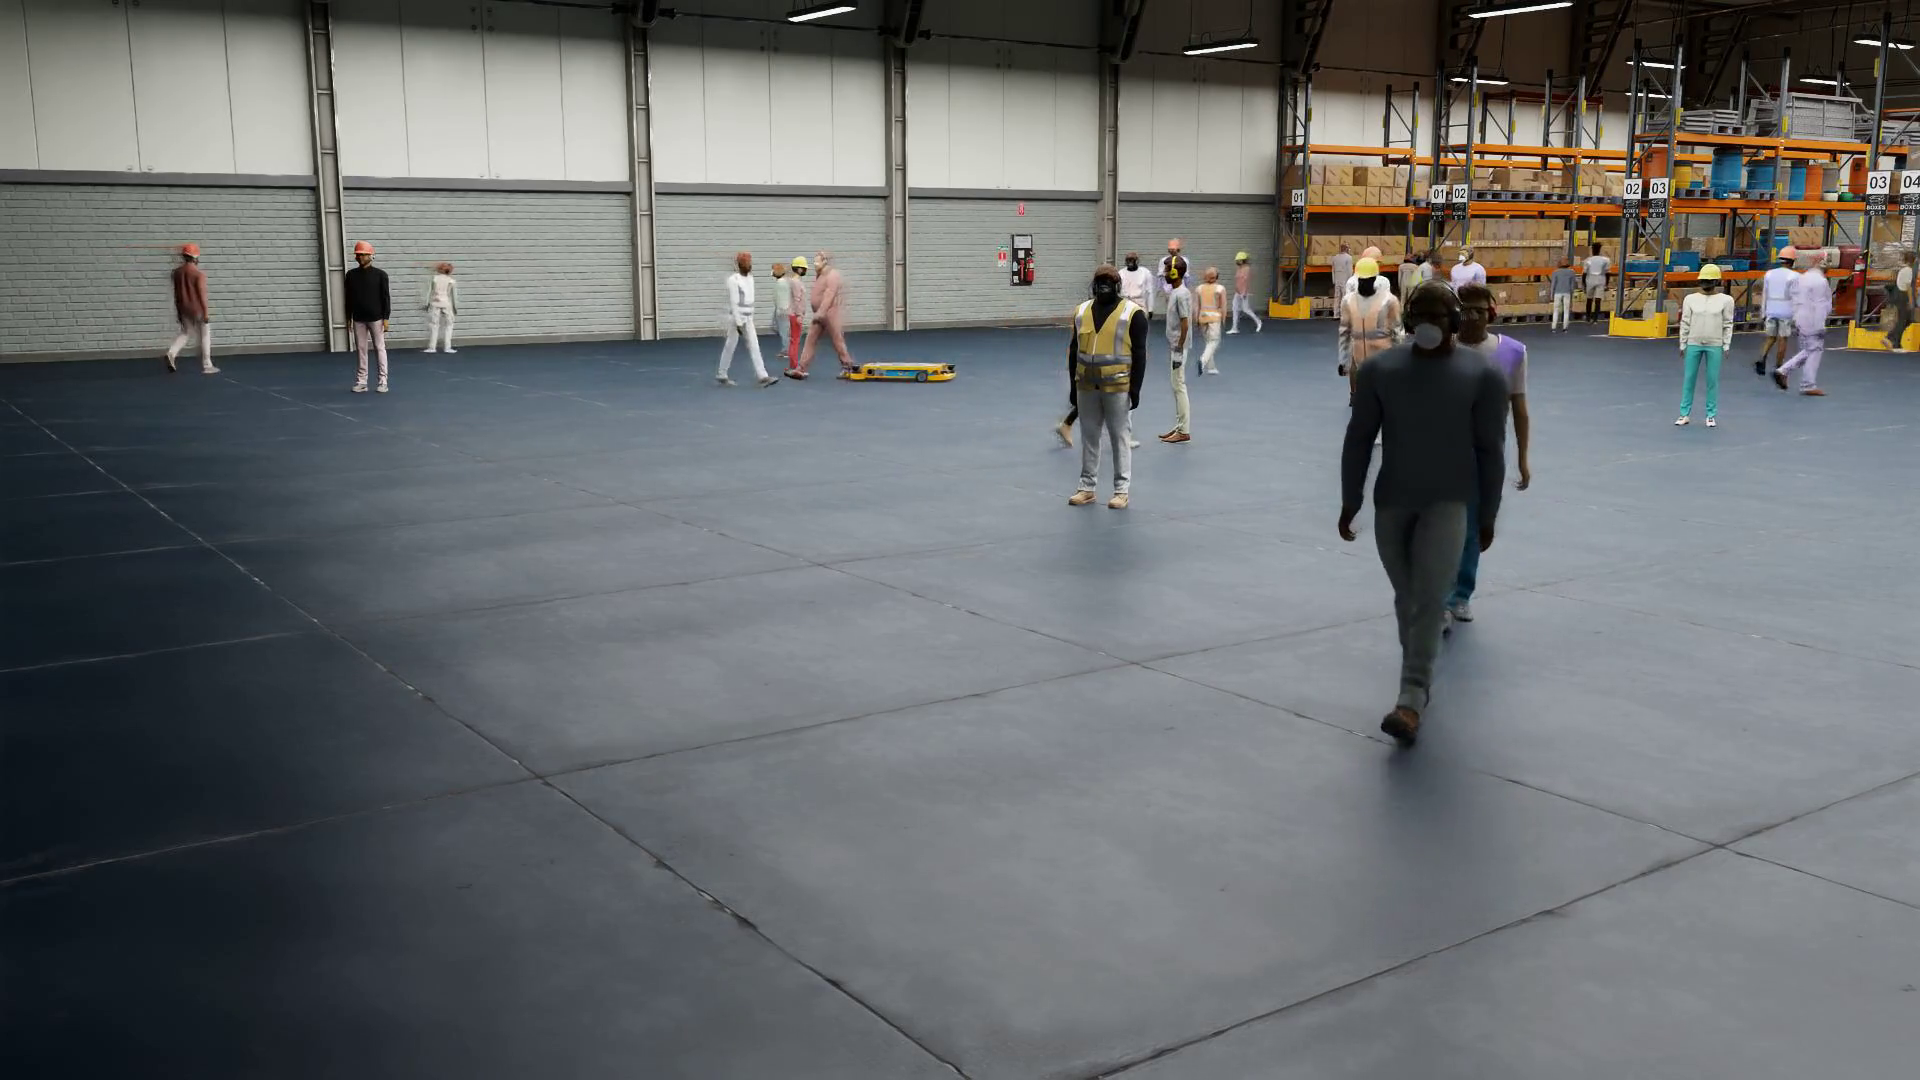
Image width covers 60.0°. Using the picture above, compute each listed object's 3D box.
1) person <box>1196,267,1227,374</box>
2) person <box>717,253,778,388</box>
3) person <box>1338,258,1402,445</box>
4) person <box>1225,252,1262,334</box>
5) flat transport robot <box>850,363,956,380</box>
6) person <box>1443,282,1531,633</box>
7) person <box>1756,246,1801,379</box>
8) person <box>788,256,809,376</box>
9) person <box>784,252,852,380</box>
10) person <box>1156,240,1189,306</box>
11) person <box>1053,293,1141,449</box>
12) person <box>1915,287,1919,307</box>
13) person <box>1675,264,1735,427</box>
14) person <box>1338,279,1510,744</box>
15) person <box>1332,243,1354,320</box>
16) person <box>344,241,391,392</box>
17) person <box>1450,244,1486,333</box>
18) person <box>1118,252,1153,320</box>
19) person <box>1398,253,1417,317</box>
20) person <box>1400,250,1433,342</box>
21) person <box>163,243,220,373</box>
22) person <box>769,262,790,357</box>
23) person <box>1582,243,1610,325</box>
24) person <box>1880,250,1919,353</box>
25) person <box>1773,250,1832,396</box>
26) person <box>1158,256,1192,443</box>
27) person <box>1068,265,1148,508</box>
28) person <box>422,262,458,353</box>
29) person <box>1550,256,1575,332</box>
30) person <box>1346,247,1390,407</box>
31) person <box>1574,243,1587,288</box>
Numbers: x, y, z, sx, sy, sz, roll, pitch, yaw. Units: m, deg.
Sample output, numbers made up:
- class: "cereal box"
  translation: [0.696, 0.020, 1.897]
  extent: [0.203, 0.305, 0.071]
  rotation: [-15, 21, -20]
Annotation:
- class: "person"
  translation: [3.706, -3.248, 24.724]
  extent: [0.517, 1.616, 0.668]
  rotation: [8, 13, 39]
- class: "person"
  translation: [-2.958, -2.987, 22.684]
  extent: [0.972, 1.835, 0.600]
  rotation: [6, 12, 28]
- class: "person"
  translation: [3.973, -1.788, 16.091]
  extent: [0.606, 1.866, 0.842]
  rotation: [9, 14, 42]
- class: "person"
  translation: [6.057, -5.254, 35.373]
  extent: [0.728, 1.740, 0.525]
  rotation: [-4, 11, -23]
- class: "flat transport robot"
  translation: [-0.813, -2.427, 23.917]
  extent: [1.431, 0.197, 0.652]
  rotation: [1, 10, 8]
- class: "person"
  translation: [2.672, -0.423, 8.686]
  extent: [0.591, 1.811, 0.819]
  rotation: [1, 10, 8]
- class: "person"
  translation: [11.865, -3.288, 24.089]
  extent: [0.509, 1.925, 0.561]
  rotation: [-7, 13, -35]
- class: "person"
  translation: [-2.397, -3.321, 24.729]
  extent: [0.329, 1.765, 0.526]
  rotation: [-1, 10, -6]
- class: "person"
  translation: [-1.982, -3.209, 23.901]
  extent: [1.039, 1.843, 0.643]
  rotation: [-8, 13, -38]
- class: "person"
  translation: [4.319, -5.088, 33.793]
  extent: [0.623, 1.993, 1.029]
  rotation: [4, 11, 21]
- class: "person"
  translation: [1.319, -1.703, 16.127]
  extent: [0.810, 1.664, 0.553]
  rotation: [0, 10, 1]
- class: "person"
  translation: [19.207, -4.987, 33.411]
  extent: [0.625, 1.931, 0.368]
  rotation: [5, 11, 23]
- class: "person"
  translation: [8.108, -2.112, 18.098]
  extent: [0.526, 1.765, 0.330]
  rotation: [6, 12, 30]
- class: "person"
  translation: [1.917, -0.135, 6.942]
  extent: [0.639, 1.880, 1.060]
  rotation: [6, 12, 29]
- class: "person"
  translation: [9.490, -6.384, 41.121]
  extent: [0.401, 1.910, 0.641]
  rotation: [-6, 12, -32]
- class: "person"
  translation: [-7.863, -2.954, 22.073]
  extent: [0.613, 1.997, 0.374]
  rotation: [1, 10, 5]
- class: "person"
  translation: [7.826, -3.595, 25.749]
  extent: [0.377, 1.940, 0.629]
  rotation: [-7, 12, -33]
- class: "person"
  translation: [2.693, -3.659, 26.465]
  extent: [0.659, 1.800, 0.907]
  rotation: [5, 11, 23]
- class: "person"
  translation: [11.496, -6.533, 42.695]
  extent: [0.497, 1.632, 0.289]
  rotation: [5, 11, 25]
- class: "person"
  translation: [8.906, -4.752, 32.483]
  extent: [0.959, 1.789, 0.657]
  rotation: [0, 10, 2]
- class: "person"
  translation: [-11.557, -3.458, 24.921]
  extent: [0.624, 1.971, 0.786]
  rotation: [4, 11, 23]
- class: "person"
  translation: [-3.099, -3.935, 28.477]
  extent: [0.356, 1.622, 0.499]
  rotation: [-3, 11, -15]
- class: "person"
  translation: [14.994, -6.043, 39.247]
  extent: [0.613, 1.922, 0.970]
  rotation: [5, 11, 24]
- class: "person"
  translation: [16.700, -4.210, 29.434]
  extent: [0.424, 1.824, 0.551]
  rotation: [4, 11, 21]
- class: "person"
  translation: [11.021, -2.813, 21.610]
  extent: [0.552, 1.886, 0.641]
  rotation: [2, 11, 10]
- class: "person"
  translation: [2.172, -1.905, 16.682]
  extent: [0.309, 1.865, 0.534]
  rotation: [1, 10, 4]
- class: "person"
  translation: [1.101, -1.167, 12.696]
  extent: [0.630, 1.846, 0.429]
  rotation: [6, 12, 30]
- class: "person"
  translation: [-9.233, -4.111, 29.473]
  extent: [0.667, 1.610, 0.339]
  rotation: [0, 10, -2]
- class: "person"
  translation: [13.017, -5.305, 35.971]
  extent: [0.500, 1.635, 0.306]
  rotation: [1, 10, 8]
- class: "person"
  translation: [4.944, -2.575, 20.158]
  extent: [0.551, 1.935, 0.372]
  rotation: [6, 12, 30]
- class: "person"
  translation: [15.951, -6.701, 42.931]
  extent: [0.356, 1.883, 0.572]
  rotation: [-7, 12, -34]
